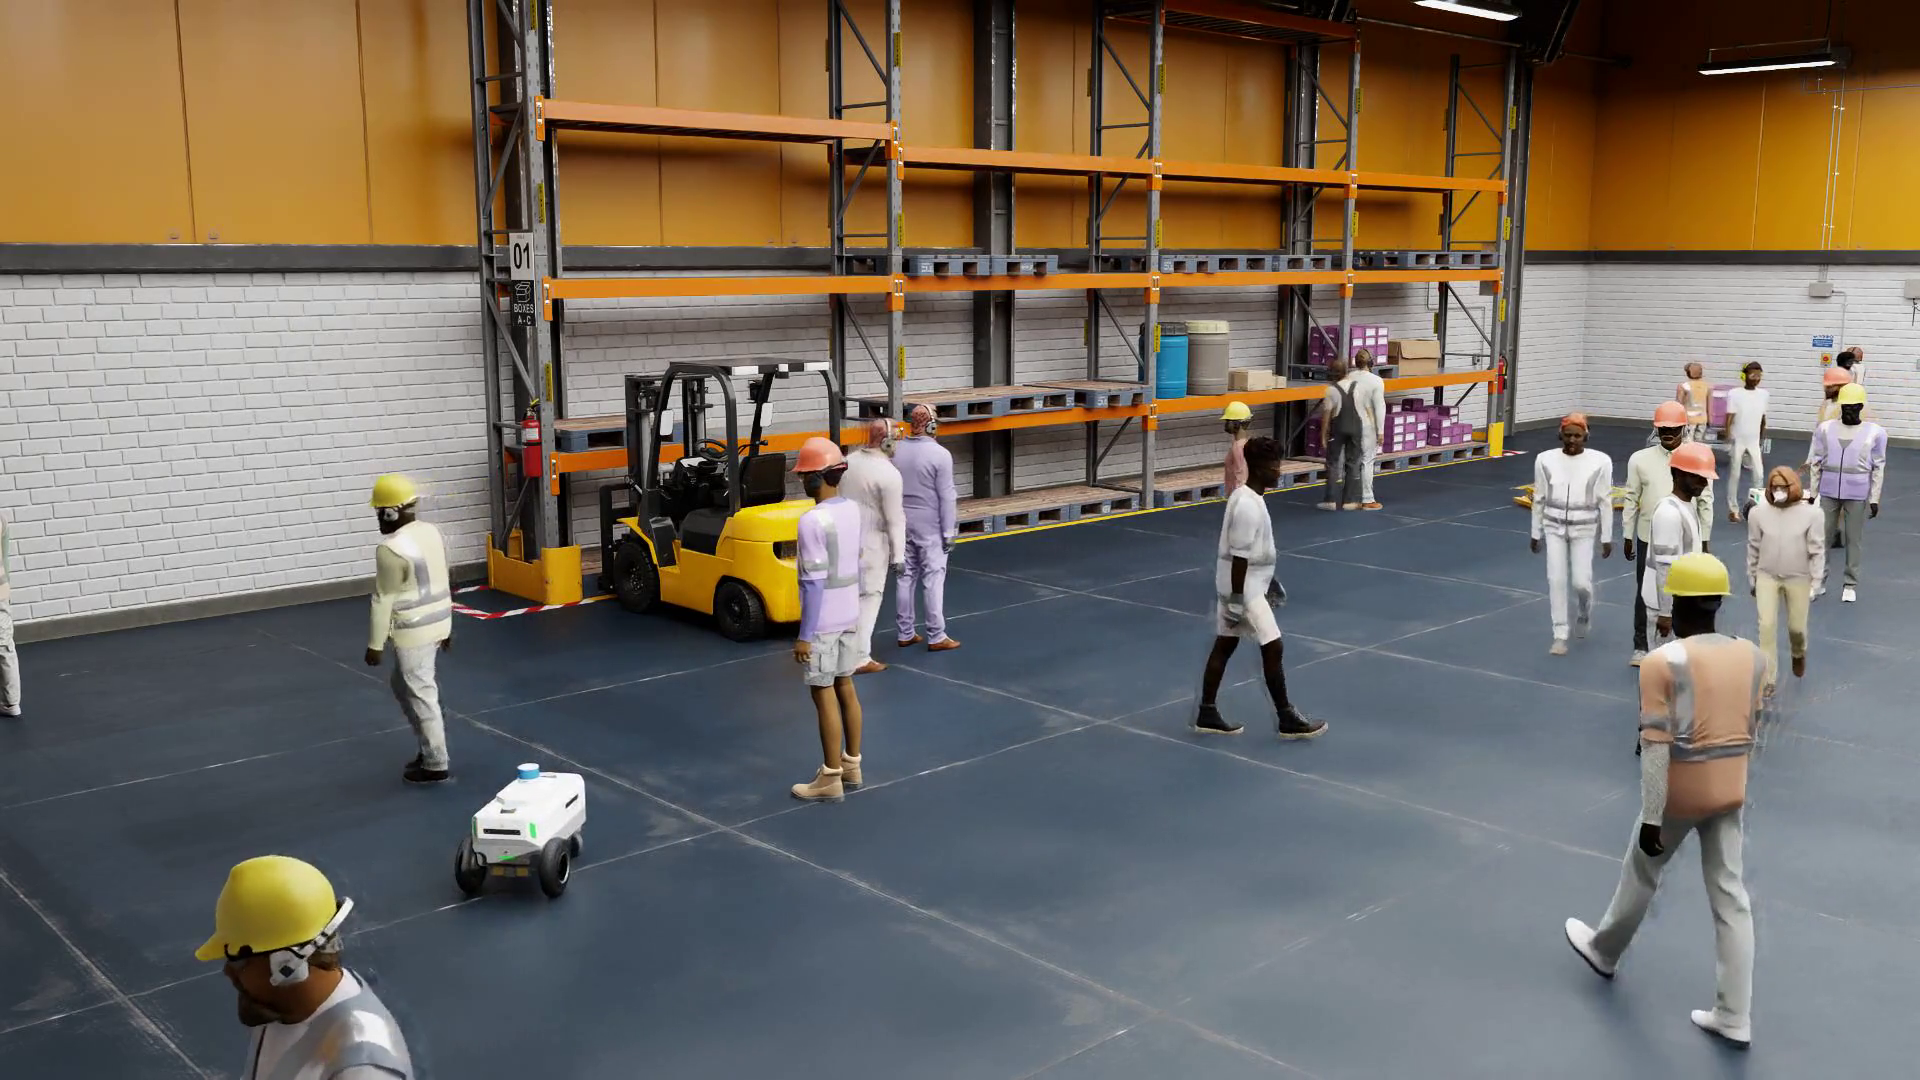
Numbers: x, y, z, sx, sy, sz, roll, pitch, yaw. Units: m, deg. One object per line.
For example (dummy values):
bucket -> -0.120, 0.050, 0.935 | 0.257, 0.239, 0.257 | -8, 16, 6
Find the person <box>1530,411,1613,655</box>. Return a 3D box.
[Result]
person -> 4.698, -0.066, 12.753 | 0.613, 1.869, 0.531 | 6, 11, 31

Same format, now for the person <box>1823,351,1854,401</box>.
person -> 12.565, -1.862, 23.836 | 0.544, 1.685, 0.359 | -6, 11, -31

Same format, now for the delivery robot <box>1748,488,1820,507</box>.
delivery robot -> 9.228, -0.452, 18.595 | 0.707, 0.478, 0.477 | 2, 10, 10

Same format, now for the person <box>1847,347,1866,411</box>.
person -> 13.804, -2.168, 25.744 | 0.511, 1.641, 0.309 | -7, 12, -37

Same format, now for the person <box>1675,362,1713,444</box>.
person -> 9.821, -1.570, 22.295 | 0.528, 1.624, 0.384 | -3, 10, -15

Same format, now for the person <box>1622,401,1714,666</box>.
person -> 5.192, -0.031, 12.238 | 0.619, 1.989, 0.396 | 5, 11, 29

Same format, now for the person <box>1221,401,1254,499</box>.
person -> 2.438, -0.334, 14.637 | 0.330, 1.768, 0.526 | 3, 10, 16

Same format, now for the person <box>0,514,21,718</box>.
person -> -6.322, 0.392, 10.741 | 0.307, 1.645, 0.520 | 1, 10, 8

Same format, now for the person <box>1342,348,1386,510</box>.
person -> 4.820, -1.323, 19.927 | 0.372, 1.940, 0.631 | -8, 13, -41

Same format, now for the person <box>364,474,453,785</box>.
person -> -3.148, 0.522, 9.489 | 0.475, 1.809, 0.589 | 1, 10, 4

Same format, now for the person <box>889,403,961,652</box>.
person -> -0.278, -0.099, 12.849 | 0.642, 1.909, 0.399 | 7, 12, 37

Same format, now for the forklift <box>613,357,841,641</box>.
forklift -> -1.847, -0.414, 13.852 | 1.214, 2.155, 2.313 | -9, 13, -42

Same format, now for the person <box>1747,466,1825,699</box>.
person -> 5.724, 0.270, 11.552 | 0.510, 1.605, 0.624 | 6, 12, 33

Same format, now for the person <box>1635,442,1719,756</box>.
person -> 4.335, 0.366, 10.064 | 0.385, 1.929, 0.547 | 6, 11, 32

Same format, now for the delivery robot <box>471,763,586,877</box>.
delivery robot -> -2.098, 1.336, 8.125 | 0.477, 0.478, 0.707 | 1, 10, 7

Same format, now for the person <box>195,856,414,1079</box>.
person -> -1.279, 1.527, 3.673 | 0.754, 1.800, 0.624 | -7, 12, -34

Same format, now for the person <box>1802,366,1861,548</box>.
person -> 8.954, -0.827, 17.092 | 0.485, 1.935, 0.552 | -1, 10, -5

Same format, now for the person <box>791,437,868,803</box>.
person -> -0.760, 0.442, 9.288 | 0.382, 2.040, 0.616 | 4, 11, 23

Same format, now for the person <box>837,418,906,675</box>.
person -> -0.650, 0.052, 12.063 | 0.439, 1.878, 0.698 | -7, 12, -35

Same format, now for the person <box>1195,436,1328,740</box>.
person -> 1.927, 0.306, 10.445 | 0.931, 1.921, 0.610 | 0, 10, 3

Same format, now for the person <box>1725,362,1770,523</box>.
person -> 8.889, -1.076, 18.752 | 0.528, 1.848, 0.705 | 0, 10, 3

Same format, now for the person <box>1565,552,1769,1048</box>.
person -> 2.882, 0.977, 6.641 | 0.608, 1.872, 0.998 | -3, 10, -14

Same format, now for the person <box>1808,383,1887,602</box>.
person -> 7.789, -0.417, 14.651 | 0.585, 1.929, 0.377 | 9, 13, 42

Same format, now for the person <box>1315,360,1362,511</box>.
person -> 4.550, -1.232, 19.789 | 0.631, 1.809, 0.378 | 0, 10, -1

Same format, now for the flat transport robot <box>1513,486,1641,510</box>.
flat transport robot -> 7.504, -0.515, 20.069 | 1.431, 0.197, 0.652 | -1, 10, -6
